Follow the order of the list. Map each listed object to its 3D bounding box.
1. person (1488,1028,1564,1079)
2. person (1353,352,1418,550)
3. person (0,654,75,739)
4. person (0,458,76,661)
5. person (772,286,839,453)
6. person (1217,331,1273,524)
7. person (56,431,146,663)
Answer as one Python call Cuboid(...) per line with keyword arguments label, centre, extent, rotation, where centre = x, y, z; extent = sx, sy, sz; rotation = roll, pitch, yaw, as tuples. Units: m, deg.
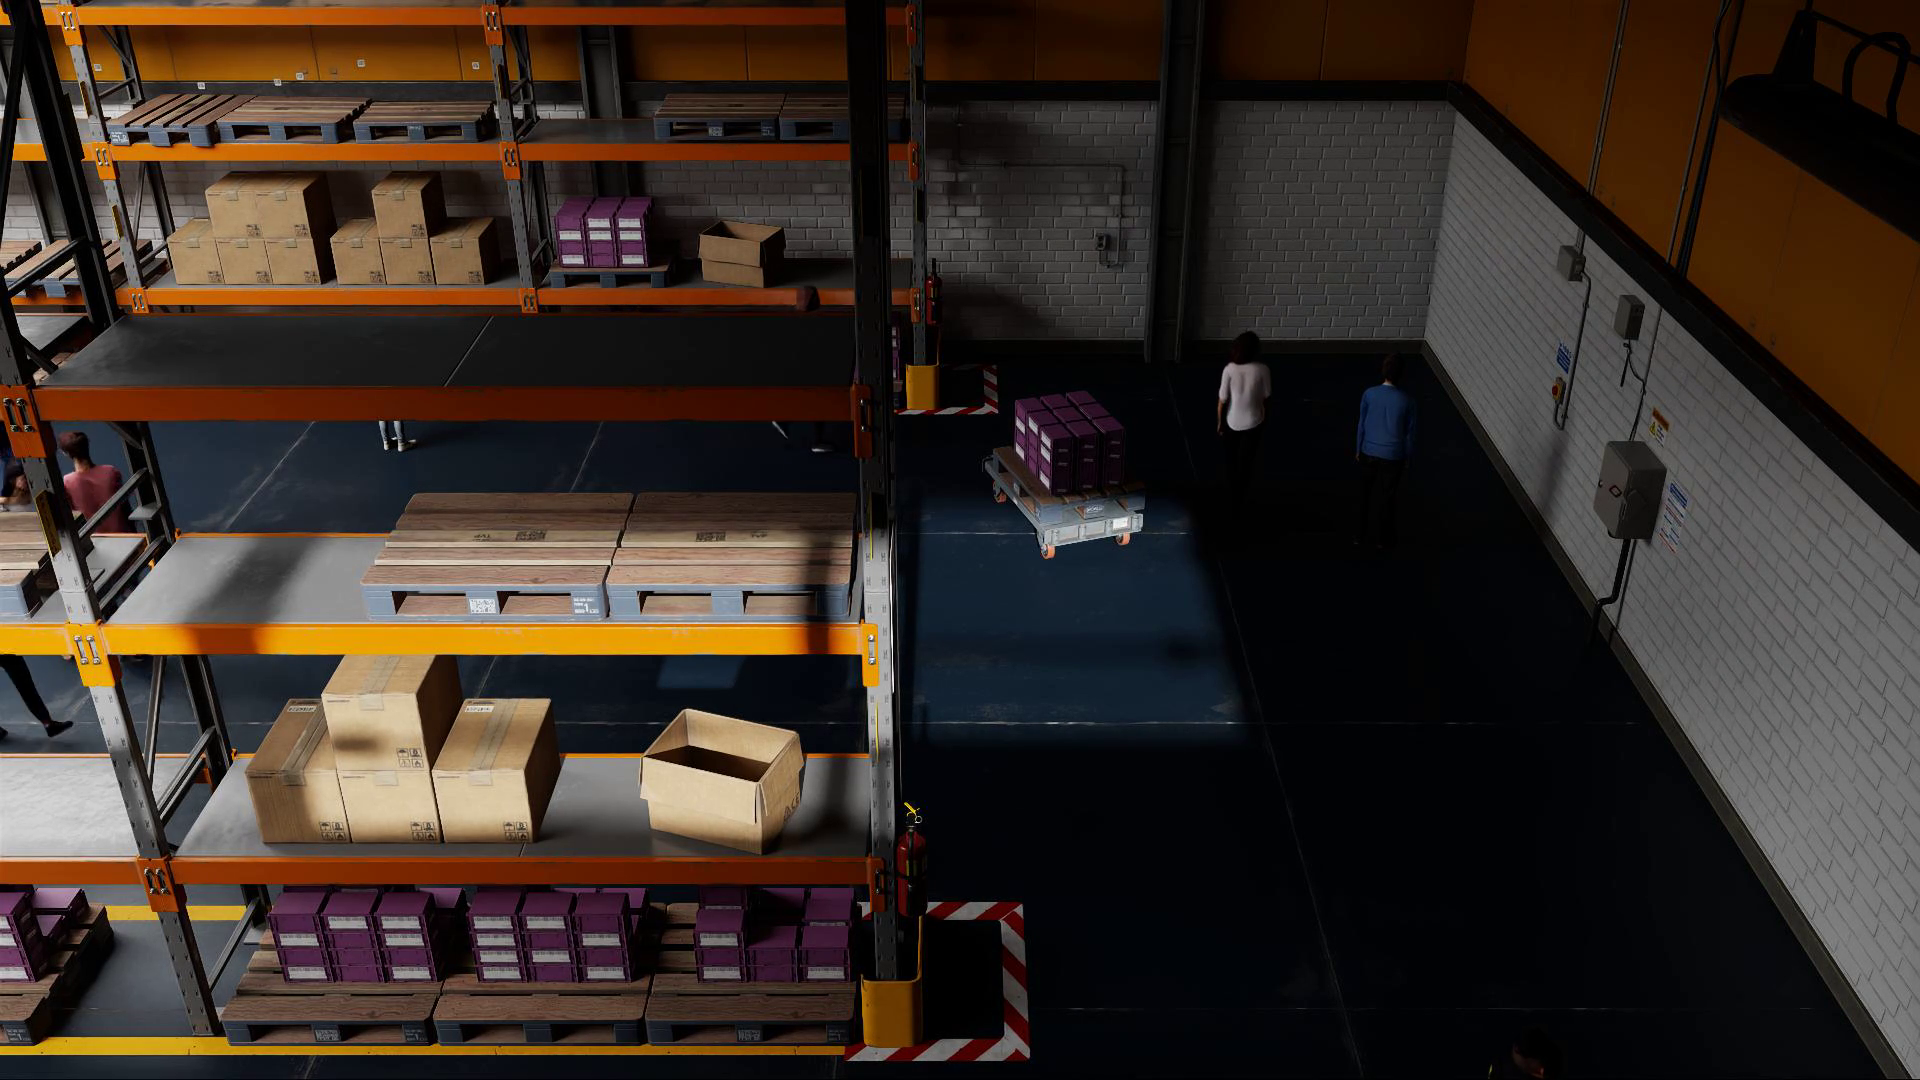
Cuboid(label="person", centre=(2.552, 2.937, 7.690), extent=(0.662, 1.855, 0.736), rotation=(-1, 29, -1))
Cuboid(label="person", centre=(3.702, -0.785, 14.549), extent=(0.670, 1.820, 0.798), rotation=(13, 31, 23))
Cuboid(label="person", centre=(-7.038, 0.831, 11.991), extent=(1.057, 1.433, 0.806), rotation=(9, 30, 16))
Cuboid(label="person", centre=(-7.172, 0.152, 12.900), extent=(0.921, 1.754, 0.855), rotation=(21, 35, 34))
Cuboid(label="person", centre=(-1.530, -1.656, 16.236), extent=(0.878, 1.734, 0.616), rotation=(-1, 29, -2))
Cuboid(label="person", centre=(2.541, -0.973, 14.952), extent=(1.028, 1.766, 0.858), rotation=(8, 30, 14))
Cuboid(label="person", centre=(-6.528, 0.100, 12.799), extent=(0.755, 1.942, 0.830), rotation=(-21, 35, -33))
